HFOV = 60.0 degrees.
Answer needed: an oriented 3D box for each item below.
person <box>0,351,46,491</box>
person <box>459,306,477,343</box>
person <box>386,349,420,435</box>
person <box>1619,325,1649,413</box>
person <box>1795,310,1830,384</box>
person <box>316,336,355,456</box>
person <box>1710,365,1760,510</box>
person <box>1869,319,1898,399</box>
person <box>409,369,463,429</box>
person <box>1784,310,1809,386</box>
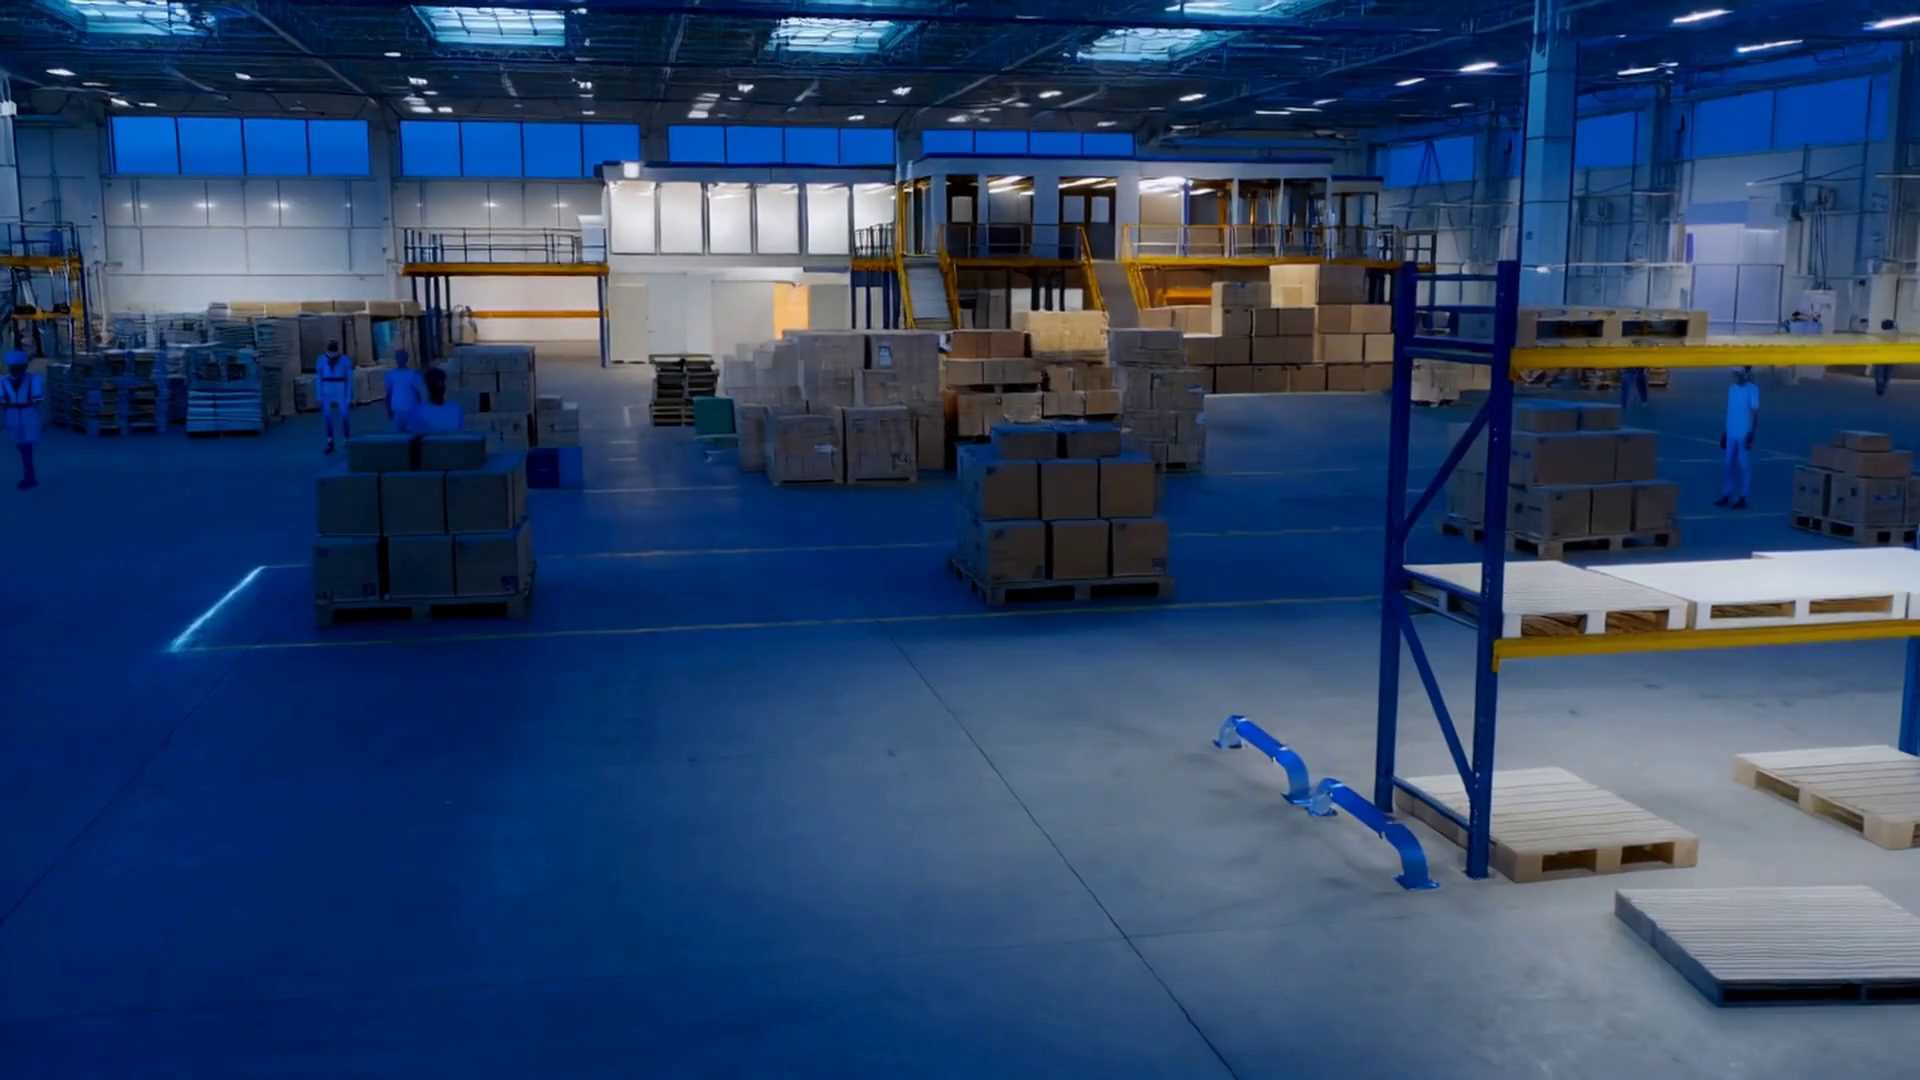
[{"bbox_3d":[-12.708,-1.611,22.486,0.561,1.877,1.053,-3,10,-15],"label":"person"},{"bbox_3d":[-14.812,-6.124,50.097,0.505,1.847,0.347,0,9,-1],"label":"person"},{"bbox_3d":[-8.112,-1.859,24.180,0.528,1.833,0.940,-1,9,-4],"label":"person"},{"bbox_3d":[13.916,-3.514,34.252,0.632,1.830,0.608,-1,9,-8],"label":"person"},{"bbox_3d":[22.047,-4.978,42.981,0.603,1.887,0.970,-4,10,-22],"label":"person"},{"bbox_3d":[-9.970,-2.301,26.578,0.592,1.919,0.388,0,9,-3],"label":"person"},{"bbox_3d":[9.654,-1.304,20.643,0.327,1.874,0.519,-3,10,-18],"label":"person"},{"bbox_3d":[21.083,-4.122,37.946,0.636,1.828,0.530,2,10,15],"label":"person"},{"bbox_3d":[-5.369,-0.797,17.310,0.622,1.946,0.652,9,13,44],"label":"person"},{"bbox_3d":[21.205,-4.852,42.156,0.556,1.903,0.809,7,12,38],"label":"person"}]
